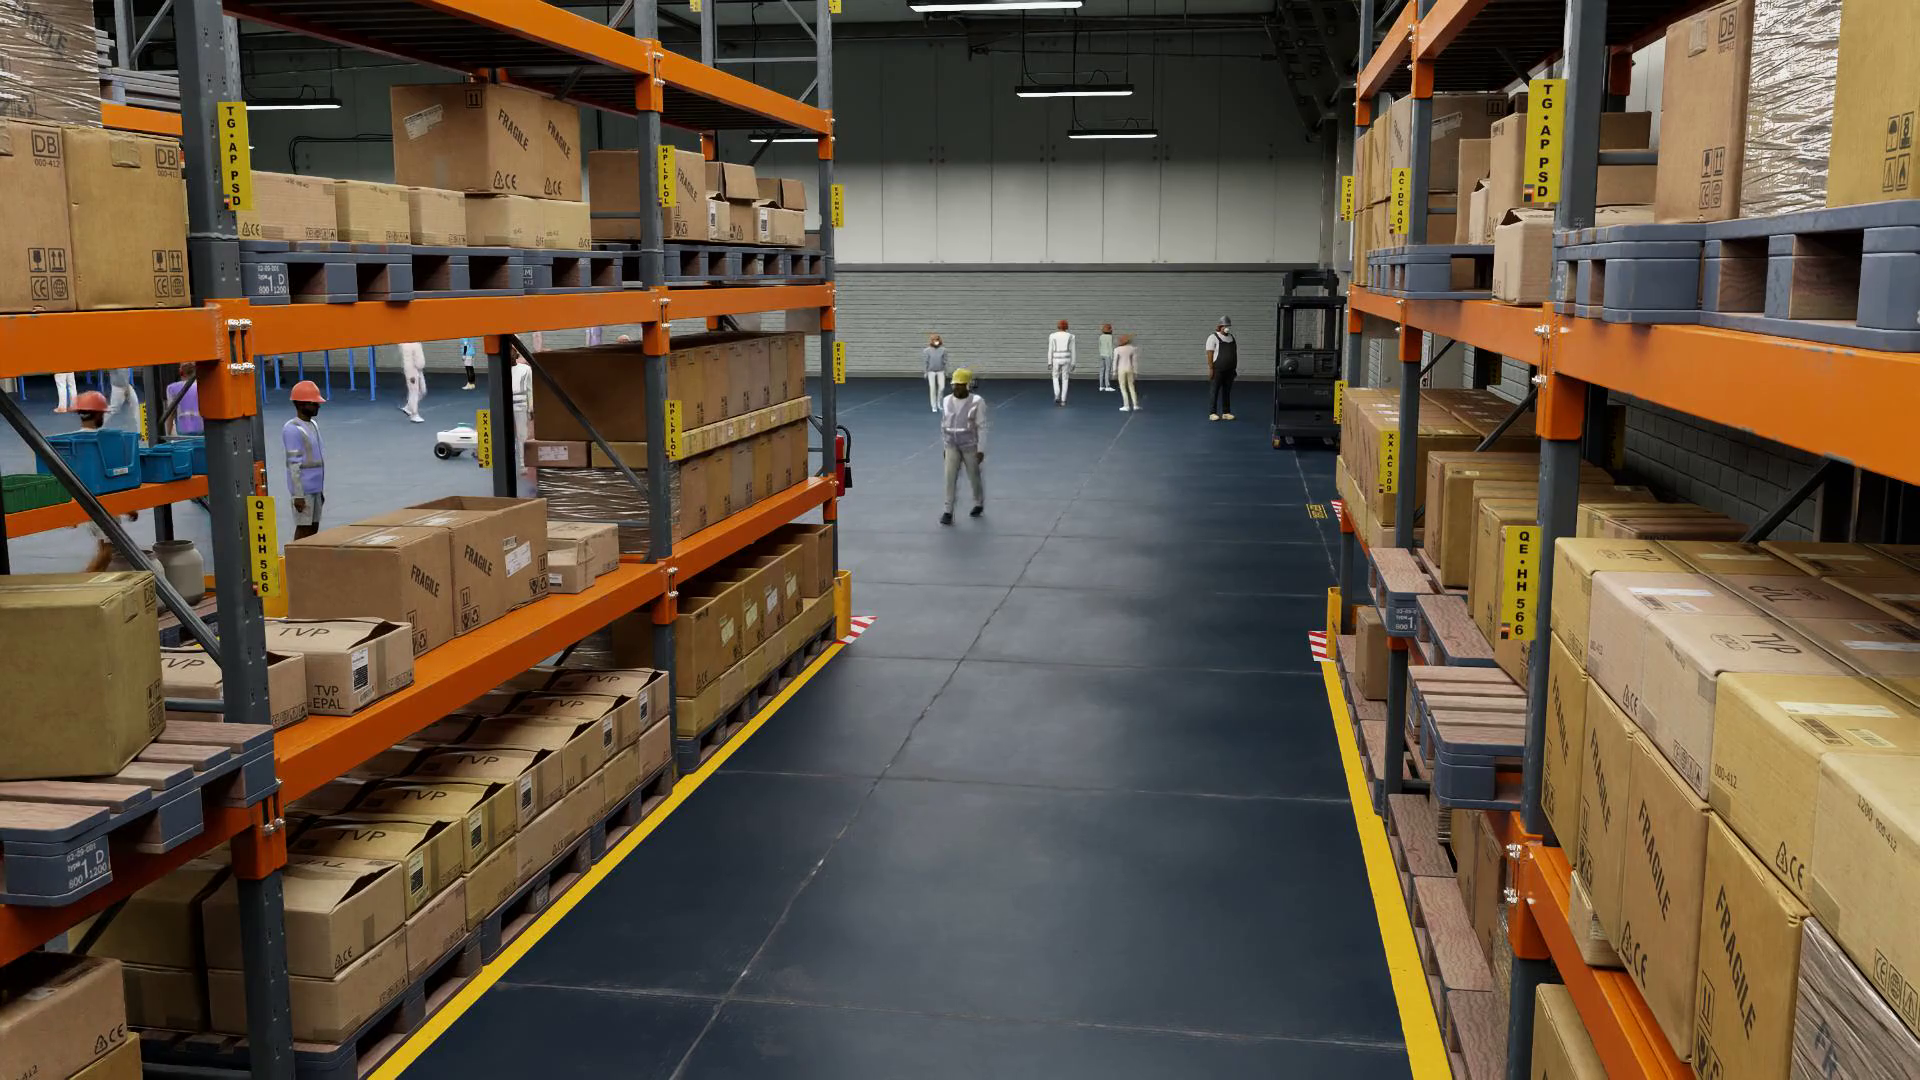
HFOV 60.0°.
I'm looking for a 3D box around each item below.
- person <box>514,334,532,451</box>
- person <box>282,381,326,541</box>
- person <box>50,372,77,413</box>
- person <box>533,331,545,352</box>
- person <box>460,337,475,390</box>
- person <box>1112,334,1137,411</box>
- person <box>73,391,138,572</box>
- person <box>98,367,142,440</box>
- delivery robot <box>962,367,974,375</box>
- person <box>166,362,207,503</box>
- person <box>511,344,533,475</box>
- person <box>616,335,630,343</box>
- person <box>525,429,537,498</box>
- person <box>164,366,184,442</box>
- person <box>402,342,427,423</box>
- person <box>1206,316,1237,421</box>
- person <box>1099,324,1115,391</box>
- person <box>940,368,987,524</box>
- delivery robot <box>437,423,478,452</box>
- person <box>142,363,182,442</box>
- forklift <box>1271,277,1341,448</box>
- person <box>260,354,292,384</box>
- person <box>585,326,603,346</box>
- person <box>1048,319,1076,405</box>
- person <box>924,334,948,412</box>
[{"bbox_3d":[-7.149,-2.360,26.803,0.641,1.904,0.401,3,10,17],"label":"person"},{"bbox_3d":[-5.872,-0.470,15.032,0.374,1.935,0.552,0,9,-2],"label":"person"},{"bbox_3d":[-18.582,-3.568,34.431,0.429,1.847,0.625,3,10,19],"label":"person"},{"bbox_3d":[-10.765,-4.821,42.396,0.330,1.767,0.528,-3,10,-19],"label":"person"},{"bbox_3d":[-12.134,-4.559,40.982,0.318,1.700,0.537,0,9,1],"label":"person"},{"bbox_3d":[3.447,-3.509,34.792,0.551,1.610,0.316,-4,10,-24],"label":"person"},{"bbox_3d":[-7.386,-0.319,14.186,0.547,1.905,0.834,3,10,19],"label":"person"},{"bbox_3d":[-14.472,-2.648,28.610,1.015,1.896,0.644,-4,10,-21],"label":"person"},{"bbox_3d":[0.105,-4.195,41.302,0.335,0.223,0.698,5,11,29],"label":"delivery robot"},{"bbox_3d":[-9.590,-1.354,20.820,0.744,1.827,0.574,9,13,43],"label":"person"},{"bbox_3d":[-6.416,-1.879,23.887,0.584,1.883,0.339,-1,9,-7],"label":"person"},{"bbox_3d":[-5.284,-2.276,26.262,0.643,1.910,0.400,0,9,0],"label":"person"},{"bbox_3d":[-4.005,-0.529,16.063,0.540,1.703,0.741,8,12,40],"label":"person"},{"bbox_3d":[-13.092,-2.517,27.805,0.654,1.890,0.714,6,11,35],"label":"person"},{"bbox_3d":[-10.592,-3.241,32.265,0.396,1.889,0.724,0,9,-2],"label":"person"},{"bbox_3d":[5.193,-3.357,32.654,0.677,2.000,0.536,-5,11,-29],"label":"person"},{"bbox_3d":[3.578,-4.448,40.503,0.281,1.633,0.500,-6,11,-33],"label":"person"},{"bbox_3d":[0.055,-1.124,19.532,0.606,1.792,0.915,4,10,24],"label":"person"},{"bbox_3d":[-7.794,-1.590,26.034,0.707,0.478,0.477,1,9,7],"label":"delivery robot"},{"bbox_3d":[-12.163,-2.172,25.356,0.396,1.992,0.623,6,11,35],"label":"person"},{"bbox_3d":[5.847,-3.016,27.970,1.129,2.768,1.873,1,9,9],"label":"forklift"},{"bbox_3d":[-17.912,-5.009,43.153,0.948,1.908,0.537,2,9,12],"label":"person"},{"bbox_3d":[-9.849,-5.271,44.681,0.381,1.923,0.592,6,11,33],"label":"person"},{"bbox_3d":[2.234,-3.891,36.353,0.607,1.862,0.585,0,9,2],"label":"person"},{"bbox_3d":[-0.501,-3.456,34.424,0.515,1.616,0.411,-2,9,-10],"label":"person"}]
